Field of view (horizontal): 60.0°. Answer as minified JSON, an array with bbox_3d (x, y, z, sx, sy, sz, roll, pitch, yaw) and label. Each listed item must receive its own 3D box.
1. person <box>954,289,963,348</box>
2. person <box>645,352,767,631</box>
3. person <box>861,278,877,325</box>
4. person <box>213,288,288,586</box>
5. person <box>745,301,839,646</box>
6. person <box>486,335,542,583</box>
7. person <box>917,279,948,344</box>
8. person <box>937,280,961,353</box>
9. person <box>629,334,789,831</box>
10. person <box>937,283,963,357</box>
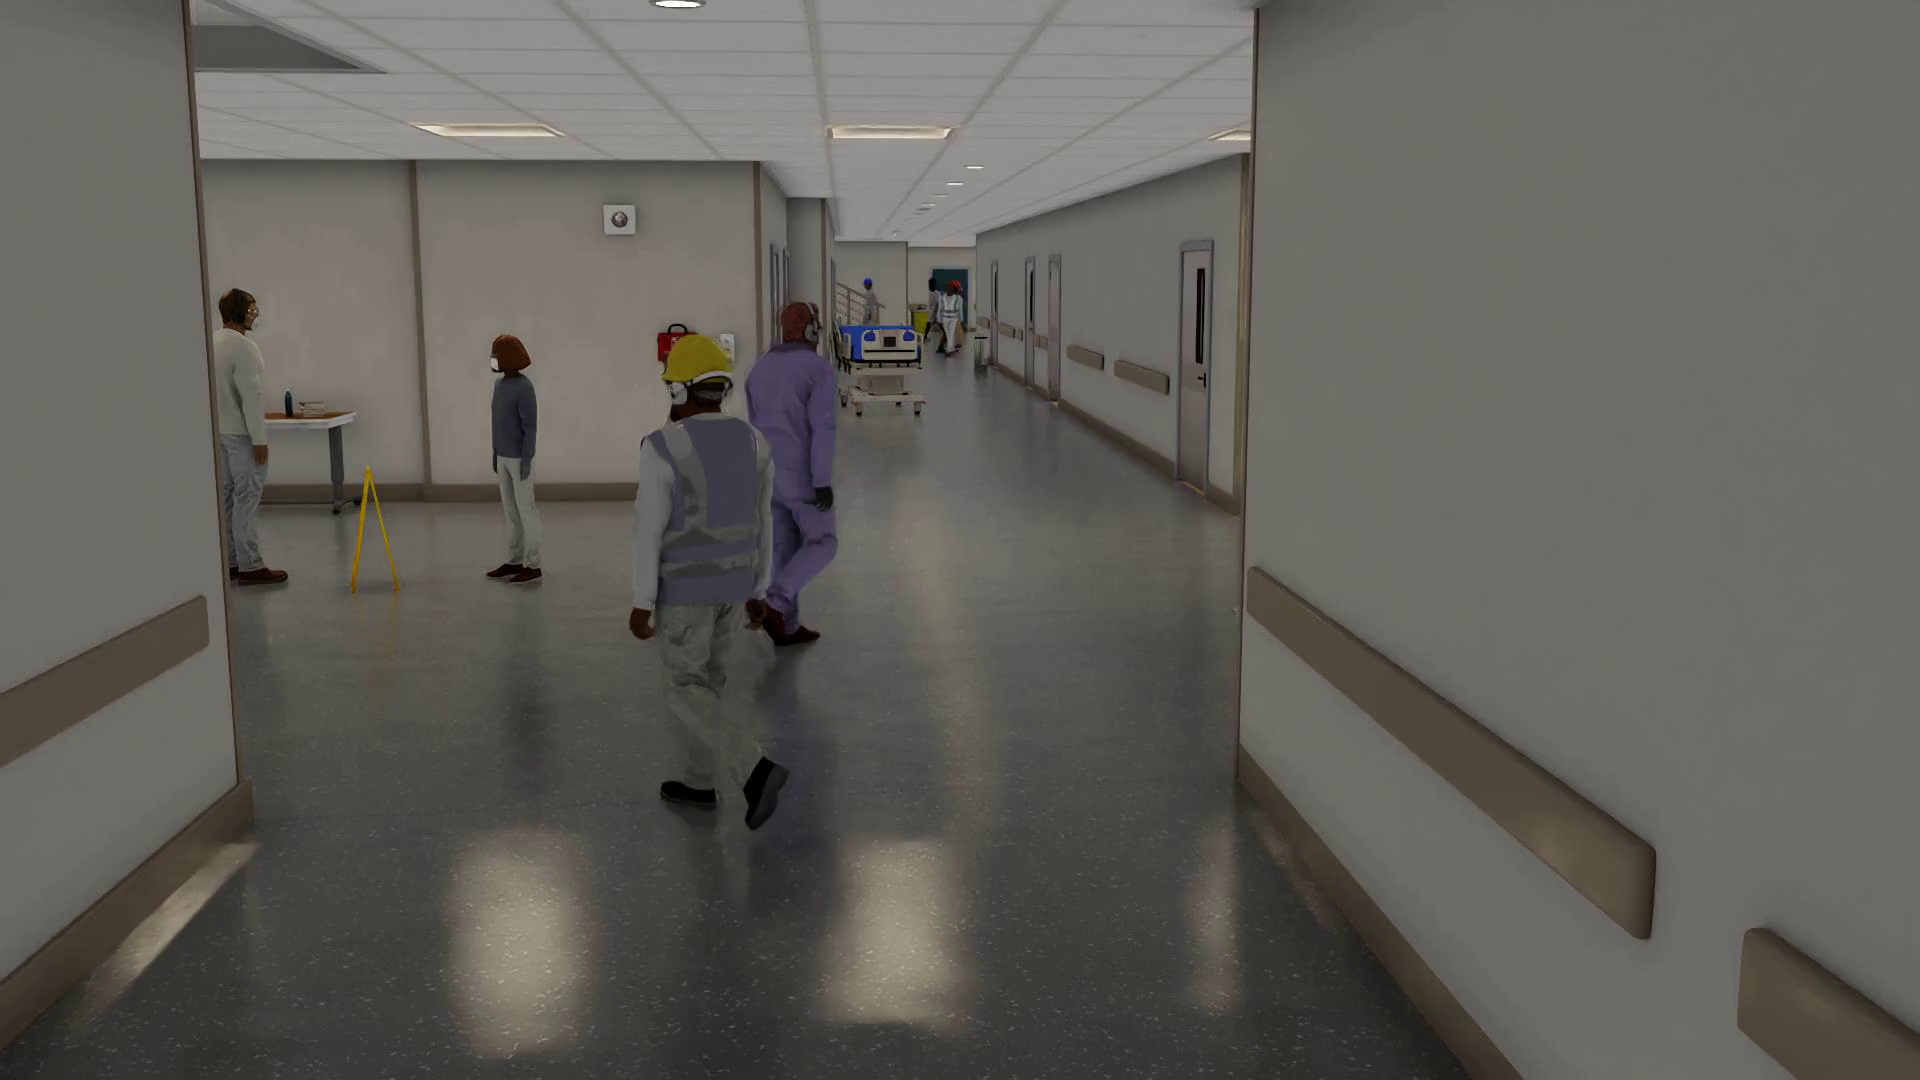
[{"bbox_3d":[-0.081,-6.246,46.516,0.355,1.756,0.575,0,9,3],"label":"person"},{"bbox_3d":[-1.474,-0.267,9.367,0.708,1.618,0.521,-1,9,-7],"label":"person"},{"bbox_3d":[-2.583,-6.446,47.153,0.442,1.933,0.638,-3,10,-18],"label":"person"},{"bbox_3d":[-4.721,-0.674,10.906,0.634,1.937,0.355,8,12,43],"label":"person"},{"bbox_3d":[-0.926,-0.338,8.961,0.687,1.882,0.520,9,12,43],"label":"person"},{"bbox_3d":[-2.956,-0.535,10.994,0.284,1.633,0.497,-8,12,-41],"label":"person"},{"bbox_3d":[-0.777,-6.734,49.061,1.034,1.907,0.630,-5,10,-27],"label":"person"},{"bbox_3d":[-0.256,-5.812,43.302,0.773,1.885,0.560,3,10,18],"label":"person"},{"bbox_3d":[-0.887,0.162,6.051,0.722,1.813,0.593,7,11,38],"label":"person"},{"bbox_3d":[-0.247,-5.435,41.177,0.598,1.829,0.992,2,9,13],"label":"person"}]
